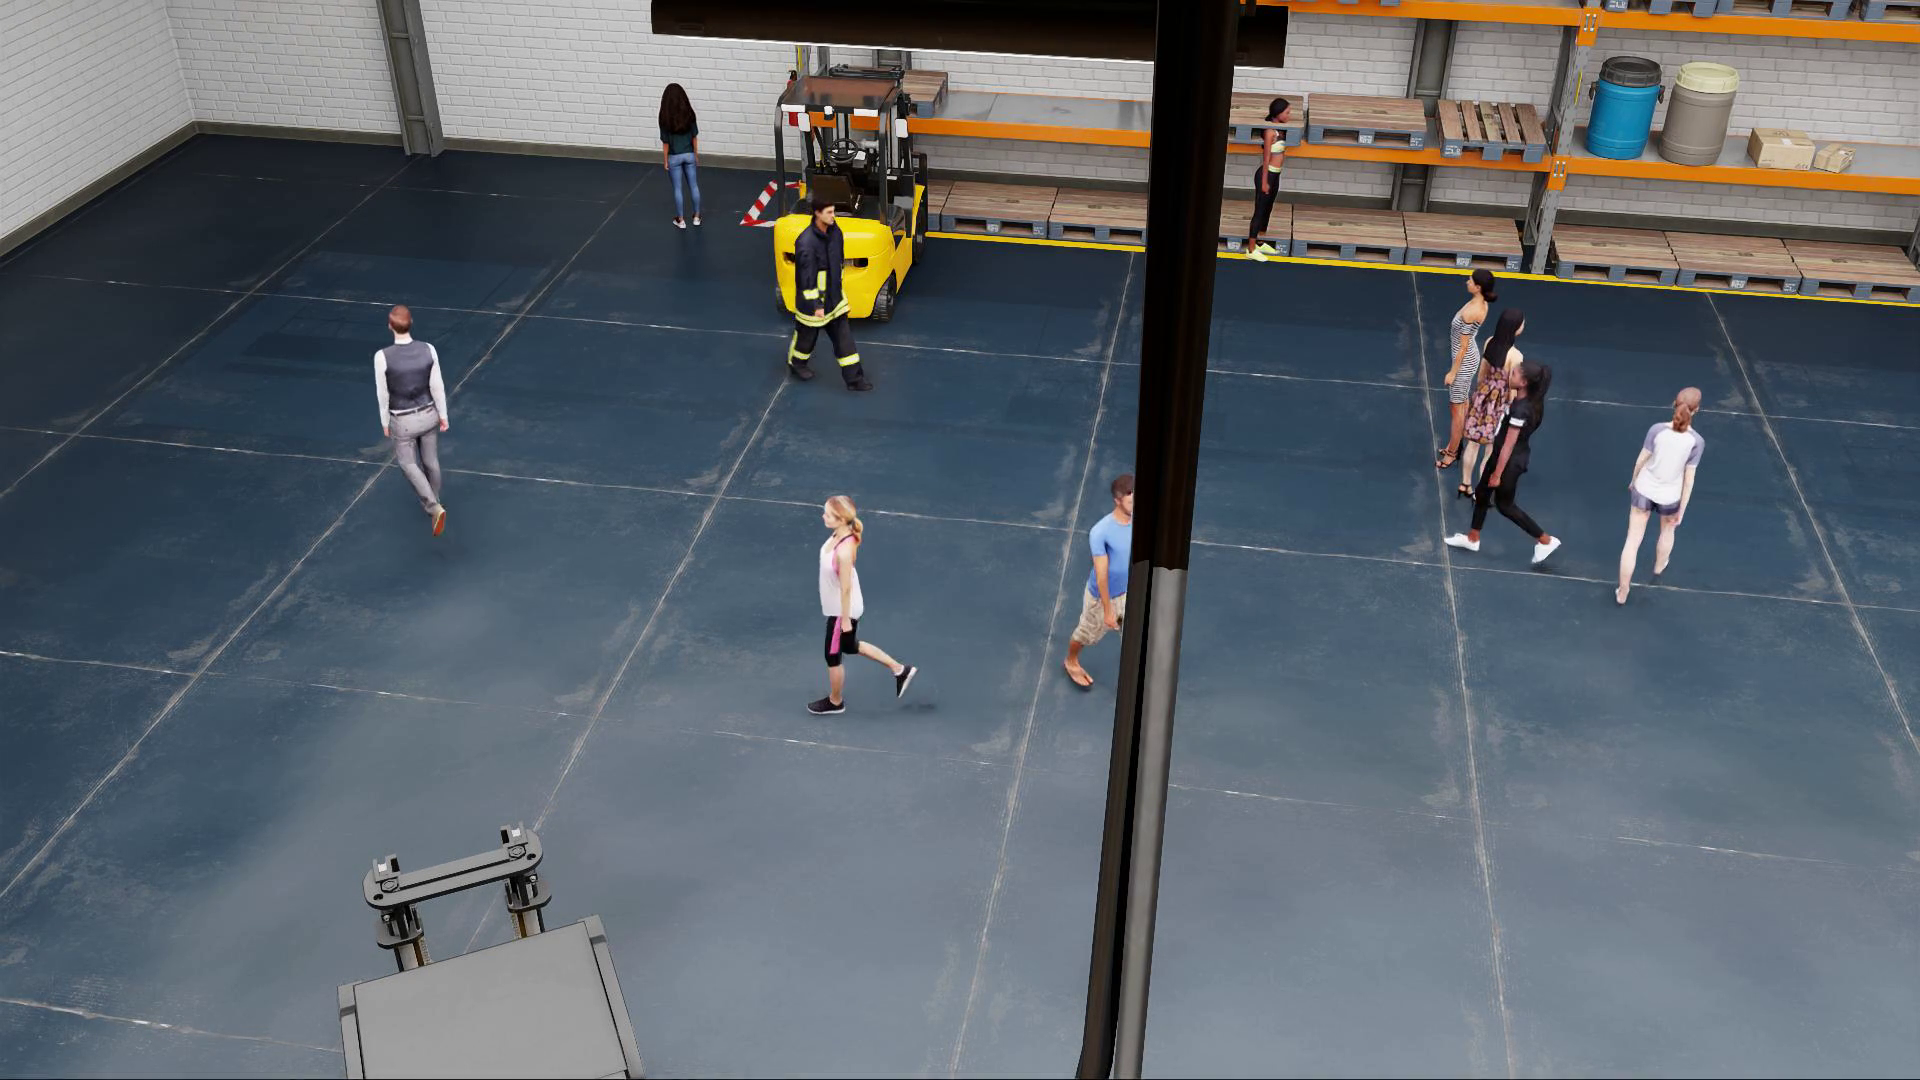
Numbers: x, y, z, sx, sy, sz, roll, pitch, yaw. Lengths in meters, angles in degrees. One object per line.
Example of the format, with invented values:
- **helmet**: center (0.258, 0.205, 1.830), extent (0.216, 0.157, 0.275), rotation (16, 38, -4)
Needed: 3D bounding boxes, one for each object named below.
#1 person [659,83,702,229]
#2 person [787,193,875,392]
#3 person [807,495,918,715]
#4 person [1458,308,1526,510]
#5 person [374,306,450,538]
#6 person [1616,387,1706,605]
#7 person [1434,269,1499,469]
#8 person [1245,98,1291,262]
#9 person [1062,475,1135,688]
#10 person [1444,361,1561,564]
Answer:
- **person**: center (-3.096, -4.266, 18.449), extent (0.688, 1.617, 0.770), rotation (-13, 36, -19)
- **person**: center (-1.345, -2.258, 15.193), extent (1.329, 1.879, 1.167), rotation (27, 42, 34)
- **person**: center (-0.690, 0.461, 11.200), extent (1.057, 1.771, 0.761), rotation (-2, 34, -3)
- **person**: center (4.332, -1.067, 13.495), extent (0.850, 1.773, 0.803), rotation (-15, 37, -22)
- **person**: center (-4.289, -0.918, 13.137), extent (1.056, 1.921, 1.106), rotation (-19, 38, -27)
- **person**: center (5.162, -0.284, 12.352), extent (1.000, 1.736, 0.847), rotation (15, 36, 21)
- **person**: center (4.259, -1.451, 14.030), extent (0.621, 1.822, 0.647), rotation (15, 36, 21)
- **person**: center (3.266, -3.849, 17.699), extent (0.625, 1.754, 0.625), rotation (19, 38, 26)
- **person**: center (0.974, 0.329, 11.354), extent (1.192, 1.818, 1.251), rotation (-21, 39, -28)
- **person**: center (4.303, -0.559, 12.794), extent (1.115, 1.703, 0.712), rotation (10, 35, 15)
